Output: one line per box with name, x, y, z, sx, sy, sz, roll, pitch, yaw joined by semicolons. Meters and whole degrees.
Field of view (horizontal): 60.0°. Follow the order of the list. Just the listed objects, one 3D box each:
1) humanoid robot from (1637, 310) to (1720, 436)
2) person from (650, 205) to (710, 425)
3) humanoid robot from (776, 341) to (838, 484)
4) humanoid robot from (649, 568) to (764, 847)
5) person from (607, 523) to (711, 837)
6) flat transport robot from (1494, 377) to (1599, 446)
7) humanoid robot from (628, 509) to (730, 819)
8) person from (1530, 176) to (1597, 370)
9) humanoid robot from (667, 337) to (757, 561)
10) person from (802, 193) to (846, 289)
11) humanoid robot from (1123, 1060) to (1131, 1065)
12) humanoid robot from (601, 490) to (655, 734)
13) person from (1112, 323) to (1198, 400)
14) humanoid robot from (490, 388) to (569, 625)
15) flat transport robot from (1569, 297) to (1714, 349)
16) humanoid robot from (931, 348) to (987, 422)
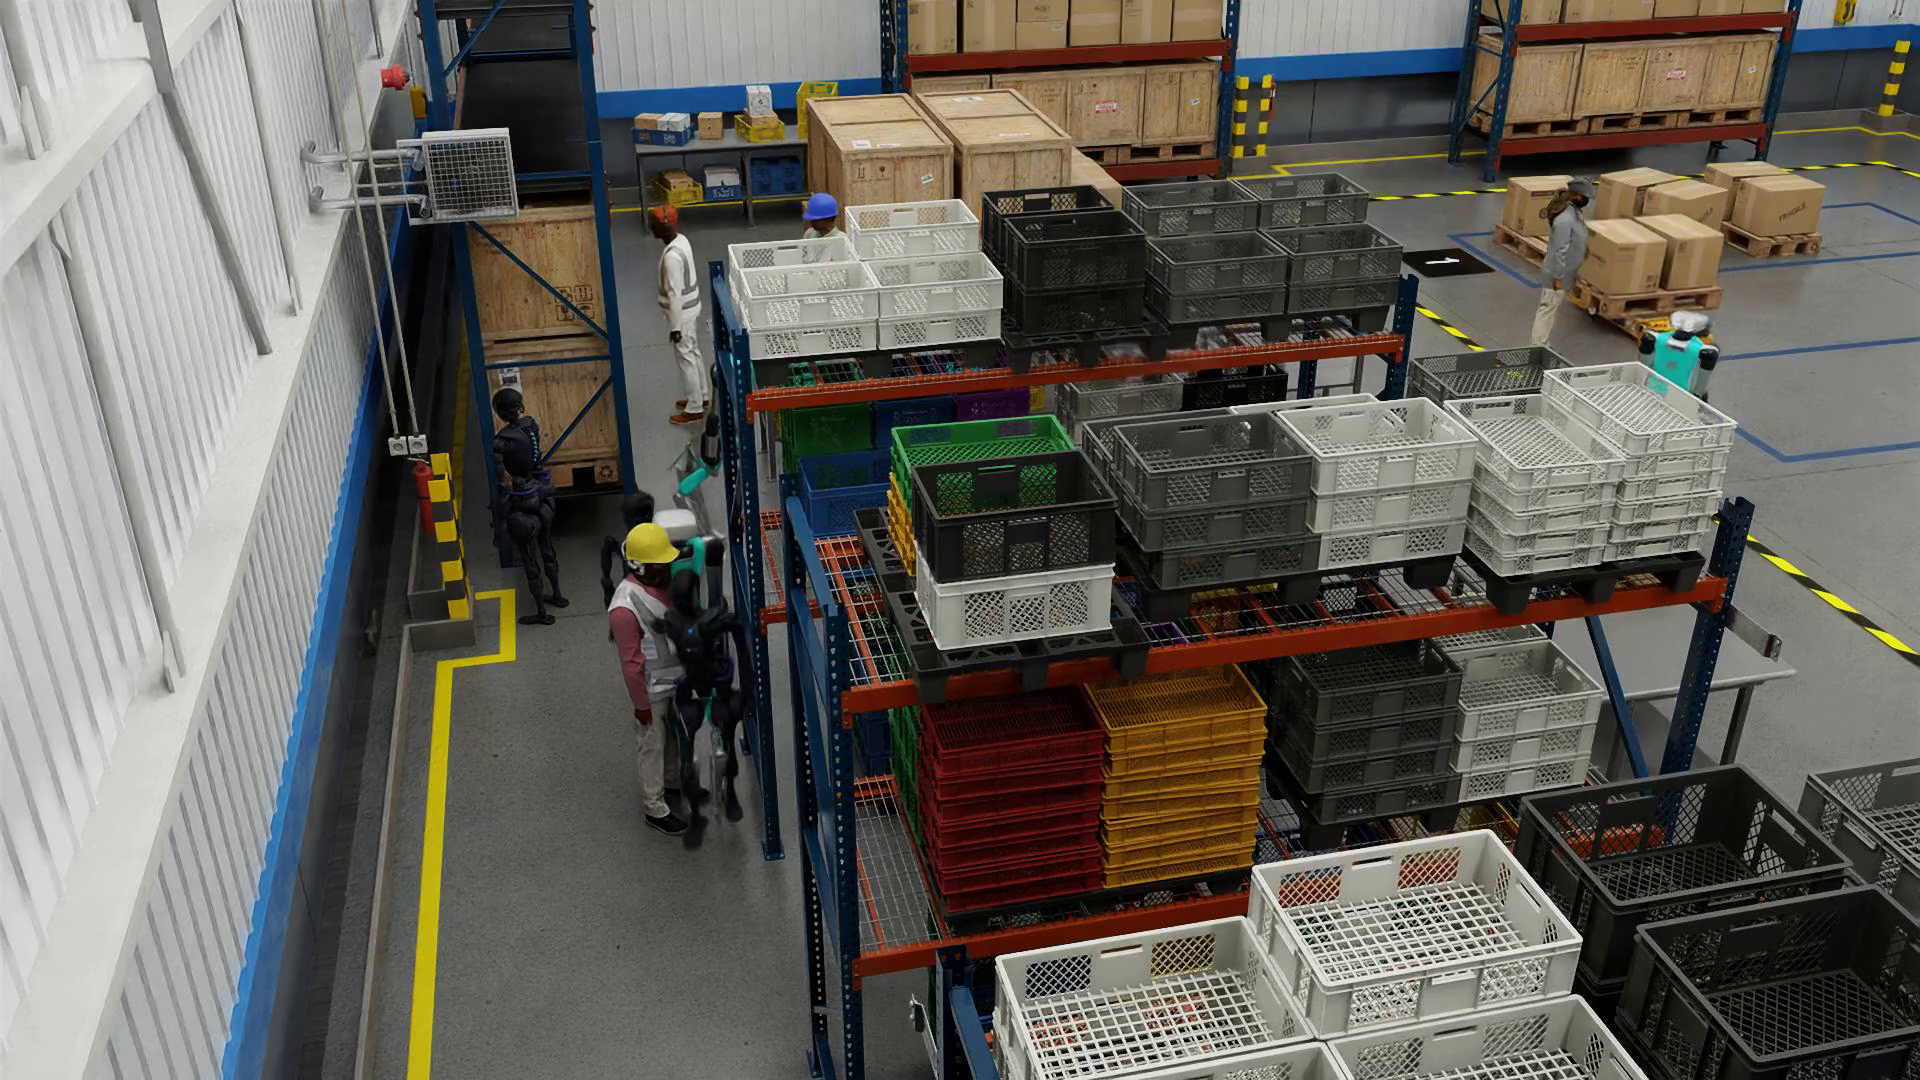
humanoid robot;5.193;-0.893;12.181;0.553;1.790;0.795;19;33;31
person;-2.349;-1.890;13.915;0.355;1.876;0.581;0;28;-1
humanoid robot;-0.951;-0.692;11.813;0.537;1.823;0.663;20;34;34
humanoid robot;-1.355;0.862;8.910;0.609;1.641;0.504;-2;28;-3
person;-1.611;0.731;8.981;0.404;1.833;0.589;8;29;14
flat transport robot;4.780;-1.036;14.013;0.659;0.231;1.431;-6;28;-12
humanoid robot;-1.435;0.746;9.055;0.548;1.789;0.719;-13;31;-24
person;5.437;-2.435;15.063;0.408;1.761;0.571;14;31;24
humanoid robot;-1.799;-0.709;11.807;0.843;1.750;0.559;13;31;23
person;-1.089;-1.972;13.991;0.605;1.943;0.399;22;35;36
humanoid robot;0.893;2.451;5.865;0.985;1.779;0.535;-11;30;-19
humanoid robot;-1.805;0.506;9.623;0.611;1.647;0.437;8;29;15
person;1.457;-1.120;12.329;0.679;1.994;0.631;14;31;24
humanoid robot;-2.865;-0.228;10.952;0.315;1.657;0.599;8;29;14
flat transport robot;6.643;-2.225;16.238;0.652;0.197;1.431;-6;28;-12
humanoid robot;0.116;-0.575;11.454;0.531;1.691;0.732;-12;30;-21
